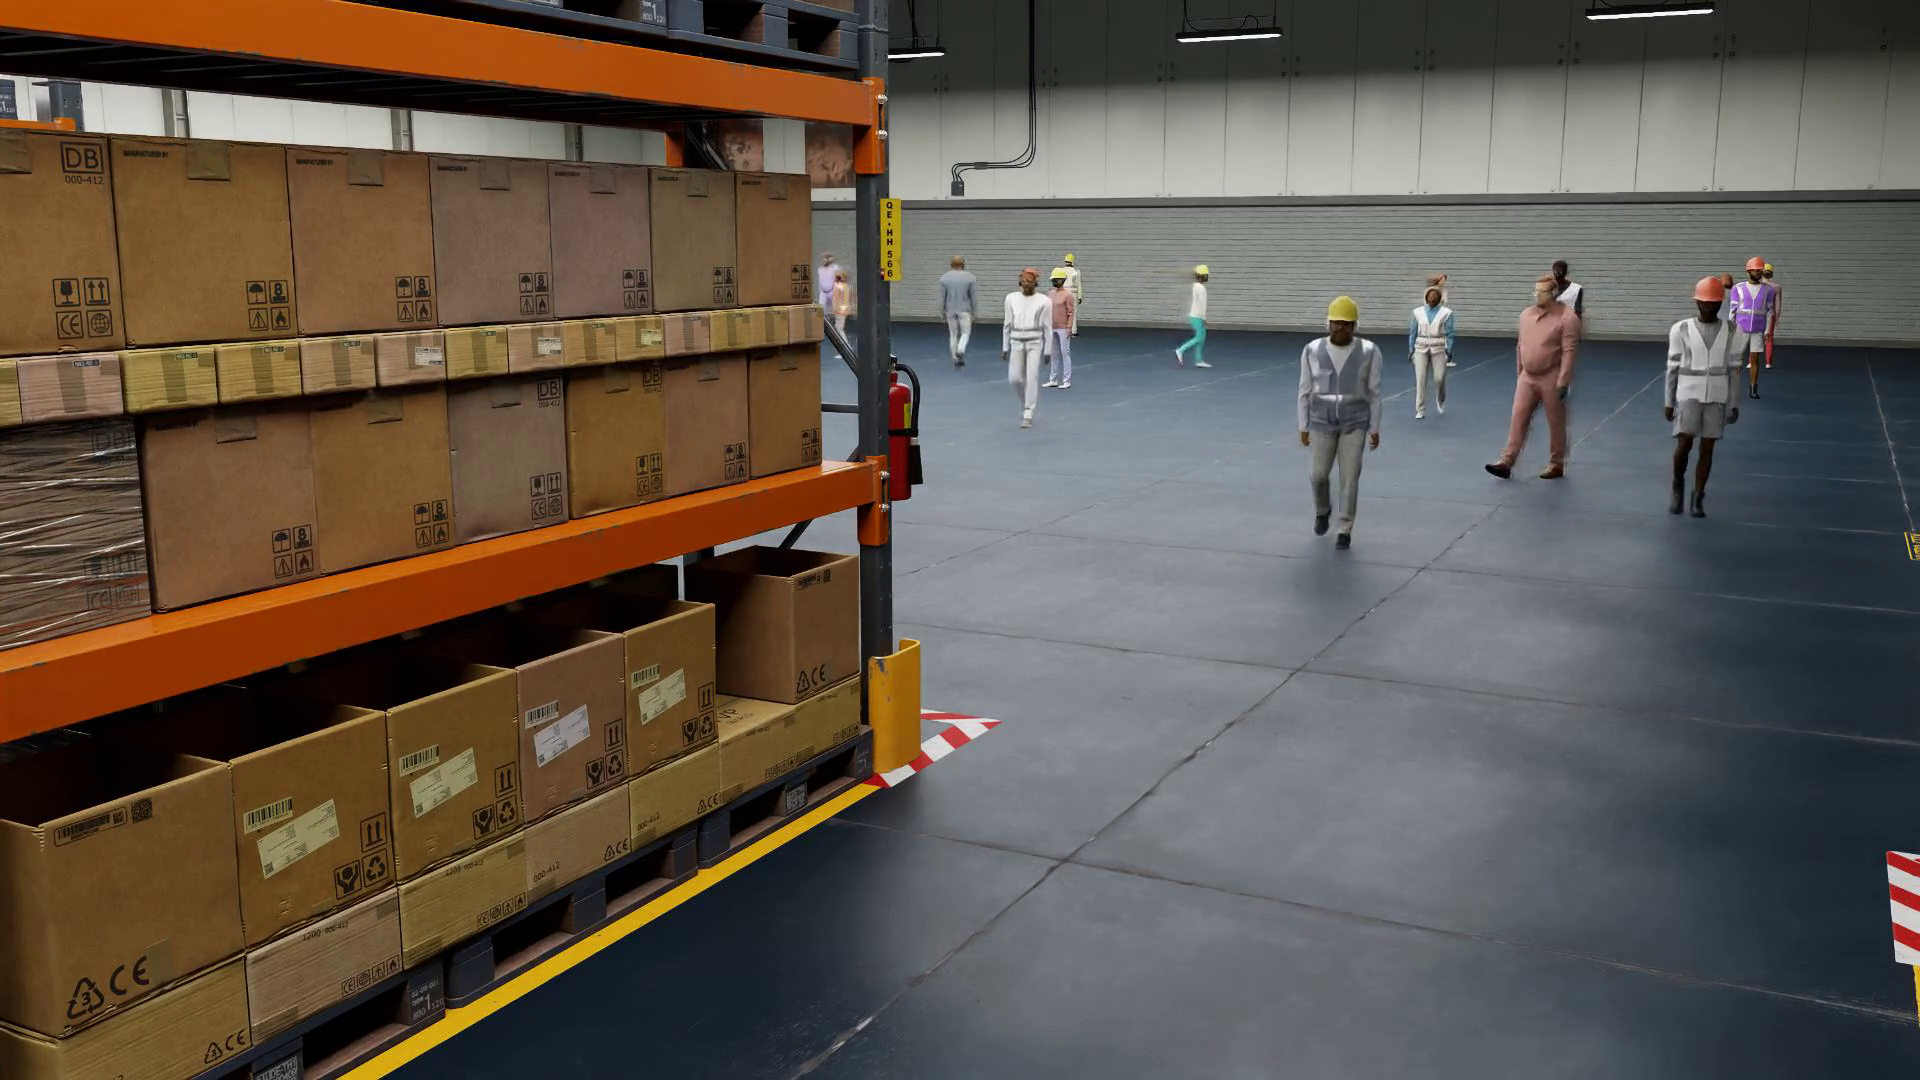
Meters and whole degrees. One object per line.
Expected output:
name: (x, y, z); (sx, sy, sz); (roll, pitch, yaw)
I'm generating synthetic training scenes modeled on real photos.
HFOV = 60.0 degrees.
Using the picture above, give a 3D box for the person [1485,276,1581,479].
person: (5.256, -1.460, 15.175); (0.952, 1.860, 0.679); (-8, 13, -36)

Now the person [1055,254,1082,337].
person: (2.405, -5.380, 36.647); (0.603, 1.830, 0.404); (4, 11, 19)

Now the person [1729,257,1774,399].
person: (10.877, -2.913, 22.900); (0.549, 1.942, 0.344); (3, 11, 18)

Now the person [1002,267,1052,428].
person: (0.794, -2.256, 19.500); (0.612, 1.870, 0.472); (3, 11, 17)

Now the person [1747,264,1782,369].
person: (13.524, -3.763, 28.017); (0.533, 1.765, 0.330); (3, 11, 16)

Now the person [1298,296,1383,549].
person: (2.735, -0.848, 11.989); (0.599, 1.819, 0.458); (3, 11, 17)

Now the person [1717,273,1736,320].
person: (12.608, -3.598, 27.526); (0.507, 1.621, 0.425); (4, 11, 20)

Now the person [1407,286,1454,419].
person: (5.785, -2.308, 20.453); (0.535, 1.628, 0.533); (4, 11, 23)

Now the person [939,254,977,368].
person: (-0.039, -3.848, 28.031); (0.646, 1.929, 0.537); (2, 11, 9)

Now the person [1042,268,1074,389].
person: (1.448, -3.108, 24.441); (0.315, 1.770, 0.524); (-10, 14, -42)

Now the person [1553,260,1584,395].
person: (8.179, -2.857, 22.689); (0.617, 1.906, 0.544); (7, 13, 34)

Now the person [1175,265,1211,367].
person: (3.974, -3.785, 28.177); (0.576, 1.746, 0.537); (0, 10, 1)

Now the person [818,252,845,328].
person: (-2.998, -5.713, 38.430); (0.633, 1.858, 1.024); (5, 11, 24)

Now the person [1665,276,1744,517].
person: (5.906, -1.123, 13.212); (0.542, 1.922, 0.422); (2, 11, 13)

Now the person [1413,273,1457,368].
person: (8.119, -3.753, 28.417); (0.536, 1.598, 0.871); (-7, 12, -32)

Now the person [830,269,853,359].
person: (-2.189, -4.105, 30.274); (0.372, 1.626, 0.521); (3, 11, 16)
